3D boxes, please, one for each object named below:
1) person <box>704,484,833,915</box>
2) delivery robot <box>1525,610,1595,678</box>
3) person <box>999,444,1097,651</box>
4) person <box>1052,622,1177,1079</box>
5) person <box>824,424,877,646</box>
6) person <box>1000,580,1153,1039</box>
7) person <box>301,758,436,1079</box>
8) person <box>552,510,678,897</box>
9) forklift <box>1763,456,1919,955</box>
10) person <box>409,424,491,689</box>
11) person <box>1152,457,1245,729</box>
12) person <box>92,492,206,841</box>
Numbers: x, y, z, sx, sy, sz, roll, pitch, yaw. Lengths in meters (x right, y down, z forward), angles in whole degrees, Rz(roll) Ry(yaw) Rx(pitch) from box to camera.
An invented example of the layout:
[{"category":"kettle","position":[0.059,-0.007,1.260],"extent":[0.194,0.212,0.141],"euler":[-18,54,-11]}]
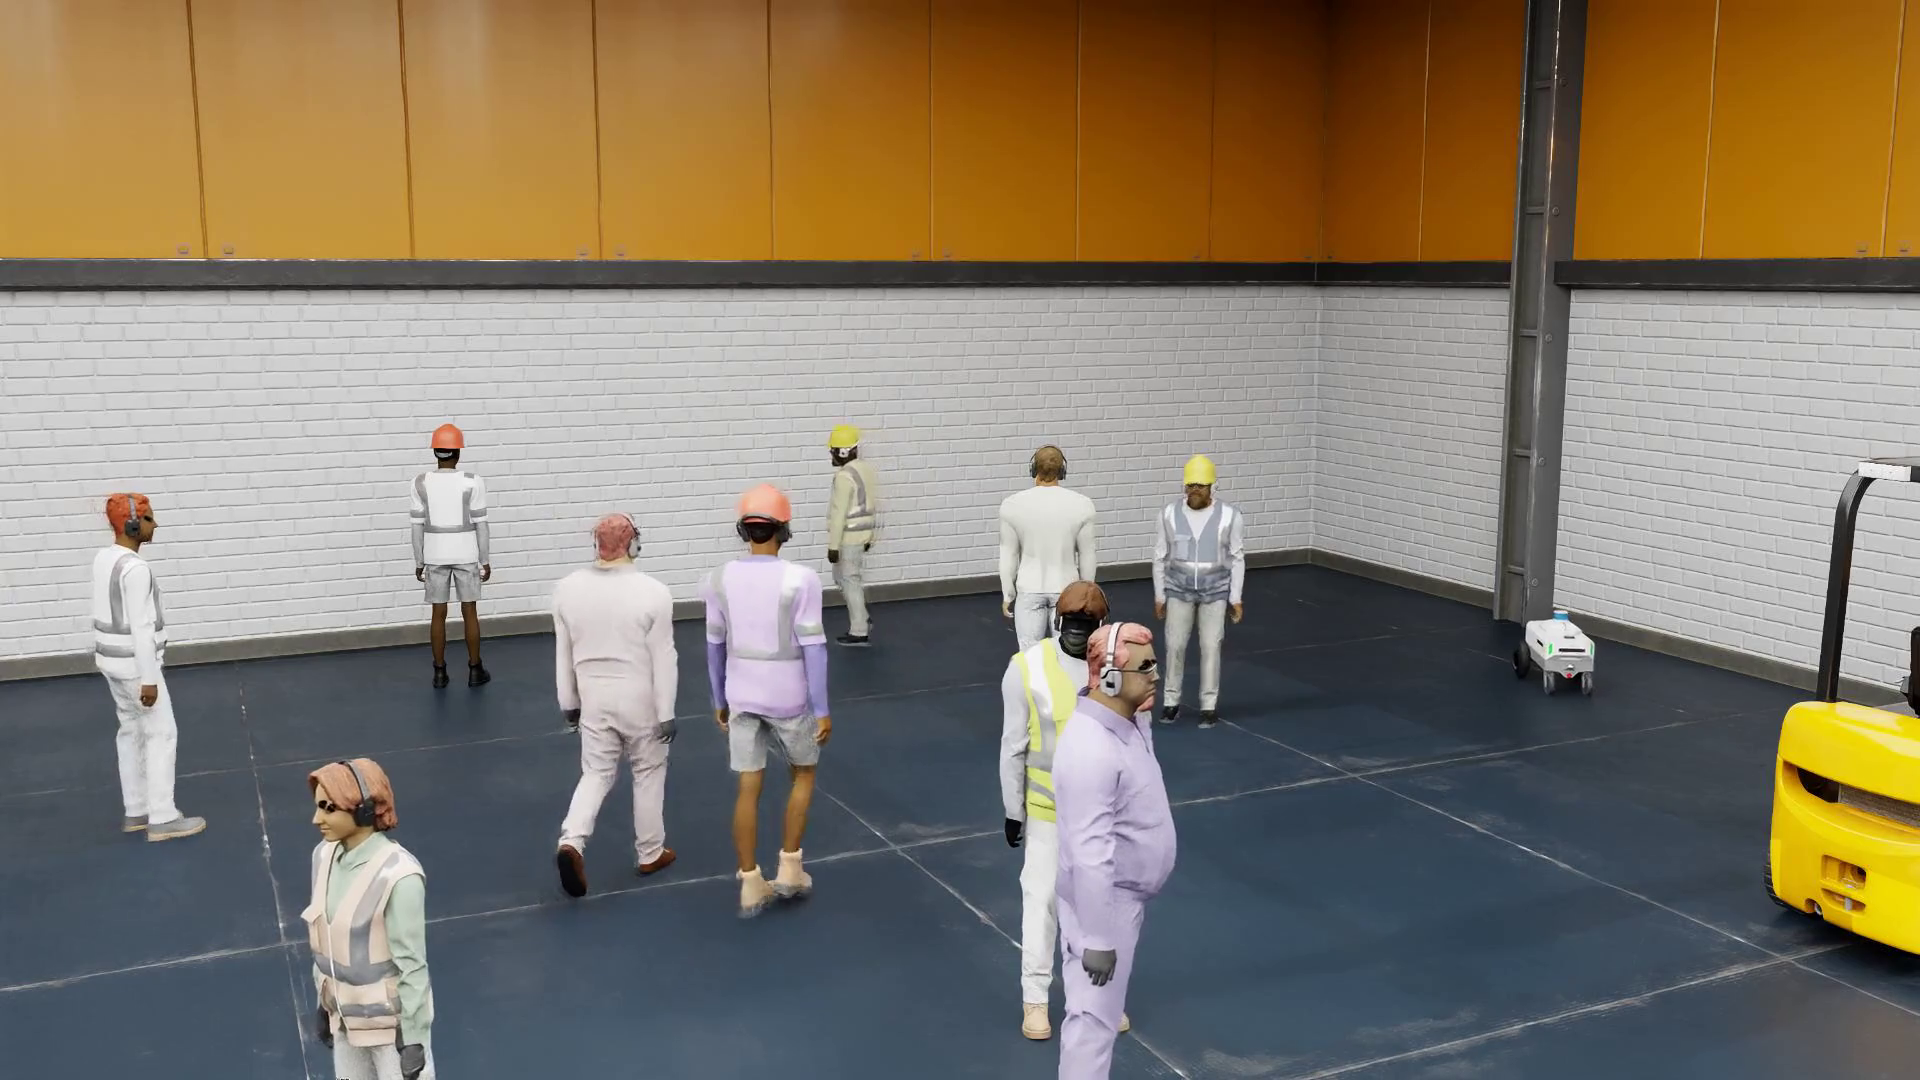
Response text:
[{"category":"person","position":[-0.901,0.750,7.929],"extent":[0.668,2.029,0.594],"euler":[3,10,19]},{"category":"delivery robot","position":[4.384,0.759,12.164],"extent":[0.477,0.478,0.707],"euler":[1,9,5]},{"category":"person","position":[0.562,0.349,10.721],"extent":[0.630,1.940,0.372],"euler":[0,9,1]},{"category":"person","position":[0.512,1.206,5.500],"extent":[0.399,1.908,0.643],"euler":[2,9,11]},{"category":"person","position":[-0.900,-0.033,13.463],"extent":[0.429,1.811,0.618],"euler":[2,9,14]},{"category":"person","position":[0.476,1.064,6.605],"extent":[0.639,1.843,0.429],"euler":[-2,9,-11]},{"category":"person","position":[-1.732,1.436,4.929],"extent":[0.523,1.633,0.316],"euler":[7,12,38]},{"category":"person","position":[-1.688,0.795,8.136],"extent":[0.654,1.881,0.801],"euler":[3,10,16]},{"category":"forklift","position":[4.857,0.731,7.561],"extent":[2.313,2.155,1.214],"euler":[-4,10,-25]},{"category":"person","position":[-3.707,0.120,12.144],"extent":[0.552,1.937,0.356],"euler":[-1,9,-8]},{"category":"person","position":[1.584,0.356,11.103],"extent":[0.621,1.824,0.419],"euler":[2,9,11]},{"category":"person","position":[-4.396,0.674,8.923],"extent":[0.605,1.877,0.415],"euler":[9,13,43]}]
